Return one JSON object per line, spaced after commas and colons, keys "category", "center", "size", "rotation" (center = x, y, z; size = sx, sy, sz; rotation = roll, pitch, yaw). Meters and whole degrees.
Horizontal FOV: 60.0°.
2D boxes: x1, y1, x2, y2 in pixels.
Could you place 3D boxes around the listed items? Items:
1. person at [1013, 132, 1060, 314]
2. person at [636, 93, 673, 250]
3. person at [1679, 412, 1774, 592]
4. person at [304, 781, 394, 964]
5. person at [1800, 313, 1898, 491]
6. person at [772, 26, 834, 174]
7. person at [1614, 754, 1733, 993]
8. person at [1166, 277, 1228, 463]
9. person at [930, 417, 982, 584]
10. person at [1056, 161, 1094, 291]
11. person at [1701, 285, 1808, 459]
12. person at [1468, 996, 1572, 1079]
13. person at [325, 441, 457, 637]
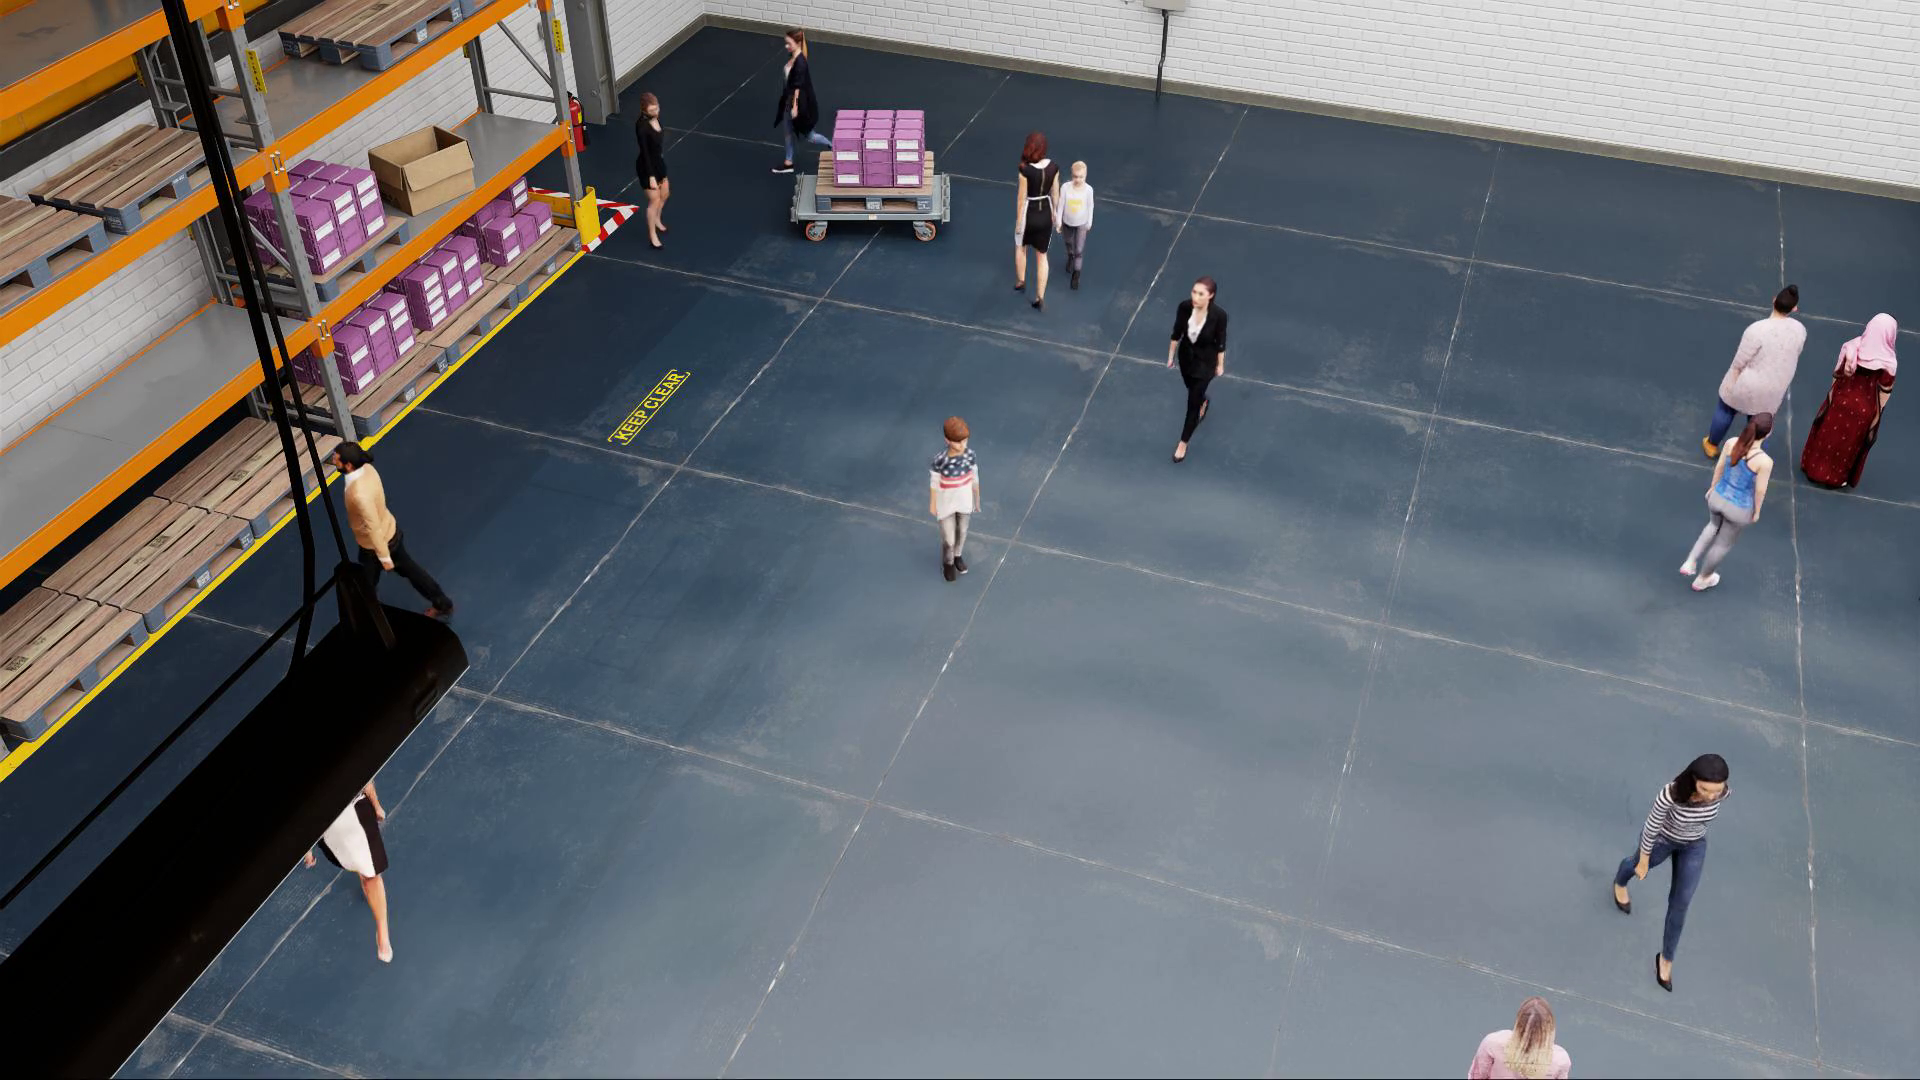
{"category": "person", "center": [0.749, -2.961, 15.747], "size": [0.877, 1.781, 0.951], "rotation": [-13, 40, -15]}
{"category": "person", "center": [-3.112, -3.722, 16.745], "size": [0.806, 1.724, 0.605], "rotation": [0, 39, 0]}
{"category": "person", "center": [5.751, -0.249, 12.495], "size": [0.751, 1.600, 0.693], "rotation": [-19, 42, -22]}
{"category": "person", "center": [-3.722, 1.675, 10.002], "size": [1.099, 1.706, 1.173], "rotation": [-15, 41, -18]}
{"category": "person", "center": [7.307, -1.136, 13.576], "size": [0.777, 1.637, 0.762], "rotation": [-27, 46, -30]}
{"category": "person", "center": [-1.656, -4.727, 18.053], "size": [1.079, 1.662, 1.054], "rotation": [-11, 40, -13]}
{"category": "person", "center": [4.183, 1.767, 9.875], "size": [0.895, 1.720, 1.163], "rotation": [-3, 39, -4]}
{"category": "person", "center": [2.042, -1.531, 14.084], "size": [0.768, 1.620, 1.132], "rotation": [22, 43, 25]}
{"category": "person", "center": [-0.068, -0.356, 12.766], "size": [0.644, 1.429, 0.702], "rotation": [-15, 41, -18]}
{"category": "person", "center": [1.134, -3.164, 16.429], "size": [0.559, 1.246, 0.924], "rotation": [8, 39, 10]}
{"category": "person", "center": [6.597, -1.263, 13.669], "size": [0.834, 1.720, 1.079], "rotation": [3, 39, 3]}
{"category": "person", "center": [2.780, 2.938, 8.444], "size": [0.629, 1.676, 0.831], "rotation": [15, 41, 18]}
{"category": "person", "center": [-4.142, 0.009, 12.086], "size": [1.163, 1.708, 1.216], "rotation": [-8, 39, -10]}
